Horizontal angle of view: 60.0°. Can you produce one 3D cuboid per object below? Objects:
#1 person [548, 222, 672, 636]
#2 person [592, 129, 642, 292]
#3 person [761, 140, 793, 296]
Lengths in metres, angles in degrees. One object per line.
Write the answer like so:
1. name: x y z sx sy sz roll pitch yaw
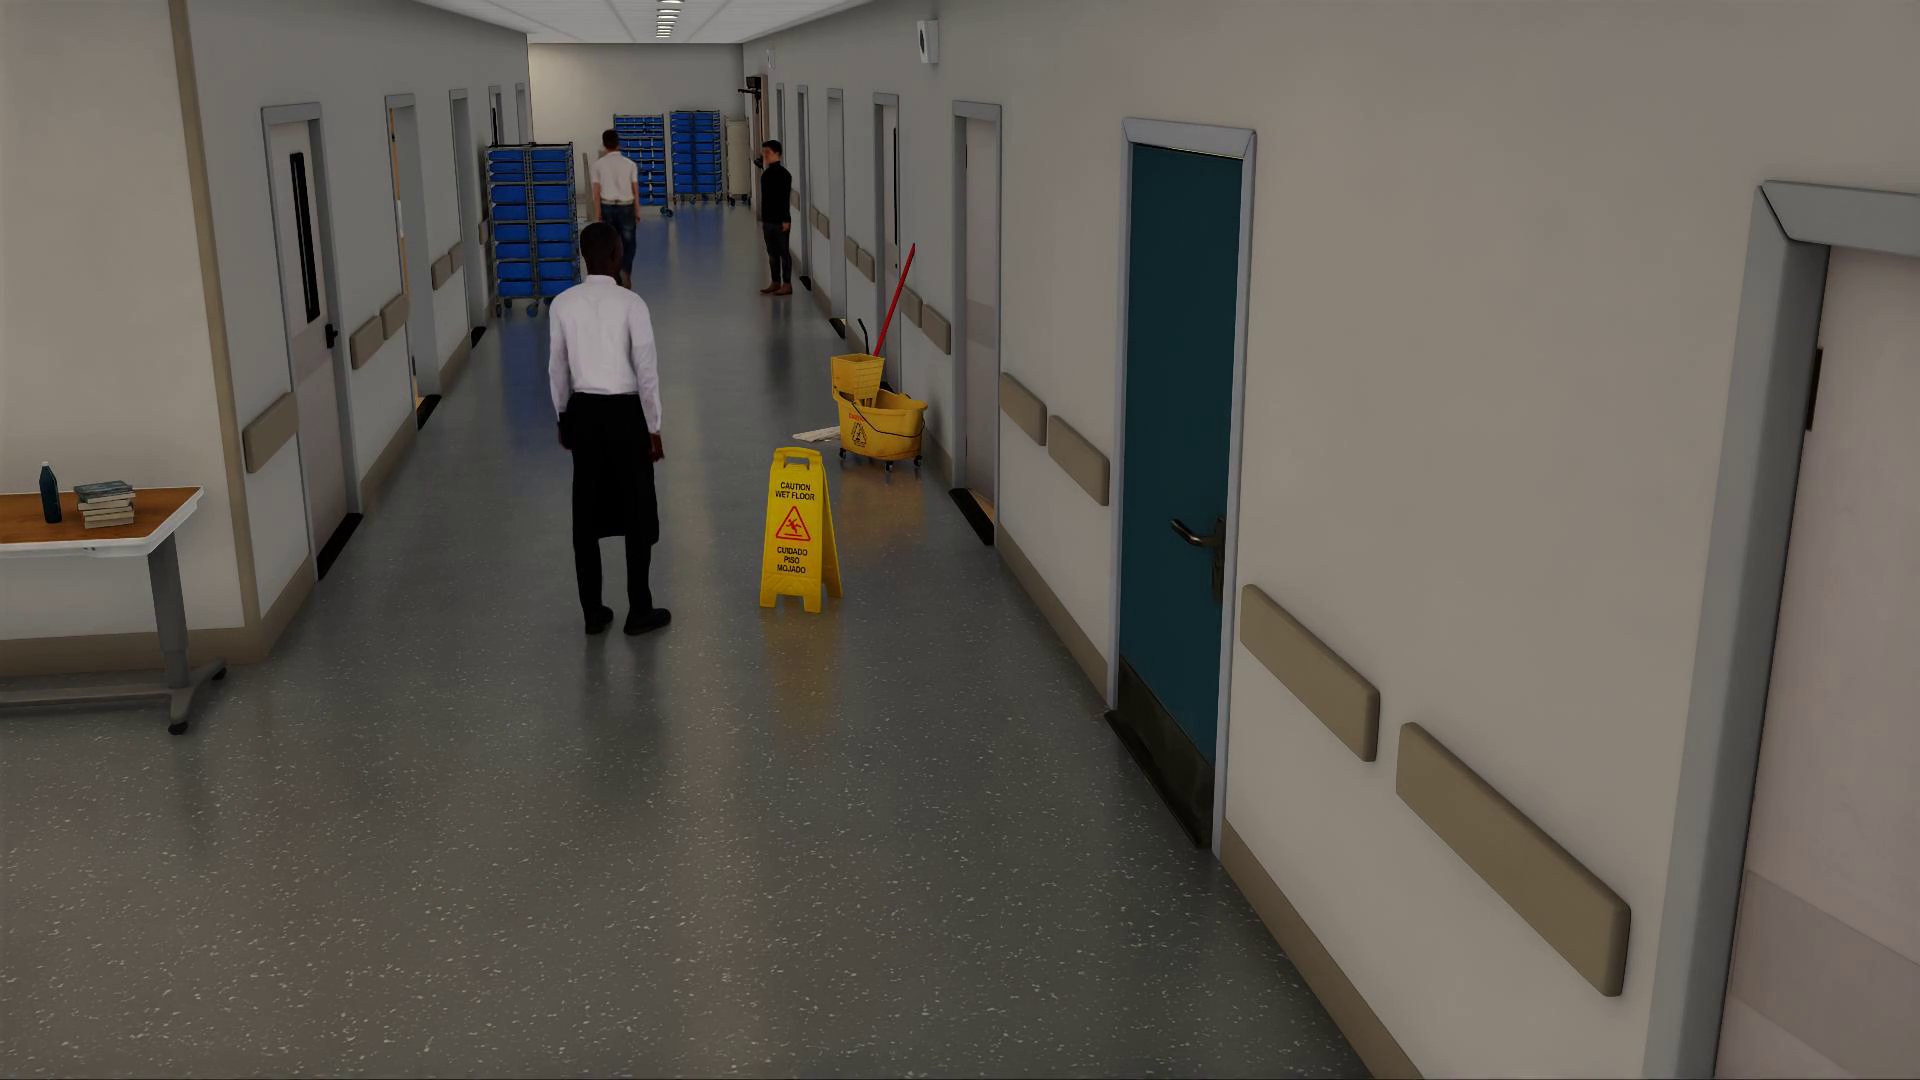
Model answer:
1. person: -1.580 -0.489 7.442 0.715 1.834 0.670 3 16 11
2. person: -3.834 -3.639 18.606 0.663 1.838 0.913 -2 16 -9
3. person: -2.088 -3.677 18.953 0.781 1.723 0.662 -13 21 -39
